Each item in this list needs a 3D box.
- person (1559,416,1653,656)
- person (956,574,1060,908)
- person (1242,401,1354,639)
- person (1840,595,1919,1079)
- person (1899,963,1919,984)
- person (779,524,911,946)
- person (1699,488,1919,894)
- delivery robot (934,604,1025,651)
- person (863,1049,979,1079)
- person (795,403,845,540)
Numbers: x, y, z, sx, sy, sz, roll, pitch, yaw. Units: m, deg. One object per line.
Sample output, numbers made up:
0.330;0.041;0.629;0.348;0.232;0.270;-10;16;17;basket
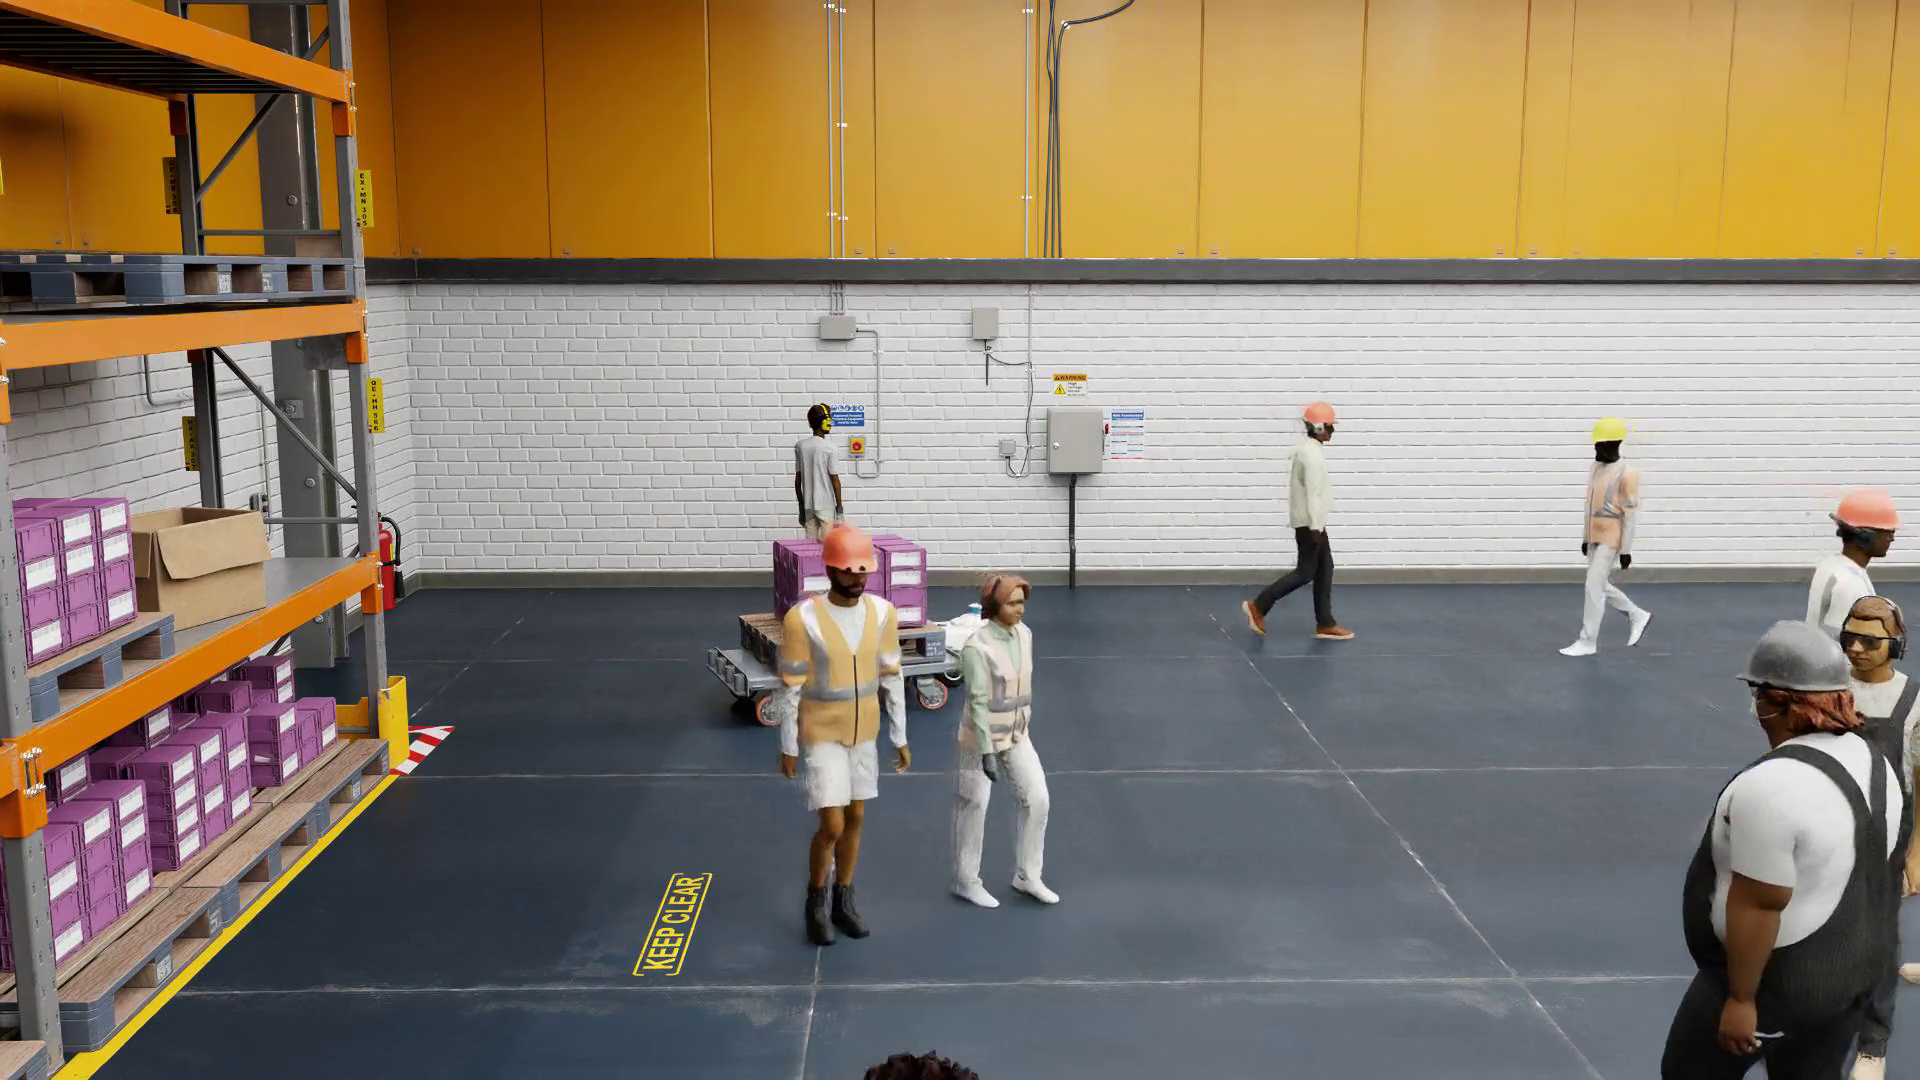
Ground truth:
5.121;-0.027;13.015;0.735;1.901;0.615;-1;9;-8;person
0.219;0.964;7.803;0.586;1.619;0.521;8;12;41;person
2.786;-0.153;13.595;0.849;1.963;0.628;1;9;9;person
3.337;1.112;6.204;0.507;1.846;0.345;9;13;43;person
4.390;1.040;6.830;0.693;1.807;0.651;0;9;-1;person
-0.515;0.871;7.457;0.561;1.917;0.481;-6;11;-33;person
4.255;0.721;8.190;1.068;1.995;0.627;3;10;16;person
0.117;0.717;12.285;0.707;0.478;0.477;-3;10;-16;delivery robot
-0.036;1.688;2.347;0.613;1.948;0.534;-3;10;-17;person
-1.213;-0.260;14.543;0.514;1.872;0.328;6;11;34;person
